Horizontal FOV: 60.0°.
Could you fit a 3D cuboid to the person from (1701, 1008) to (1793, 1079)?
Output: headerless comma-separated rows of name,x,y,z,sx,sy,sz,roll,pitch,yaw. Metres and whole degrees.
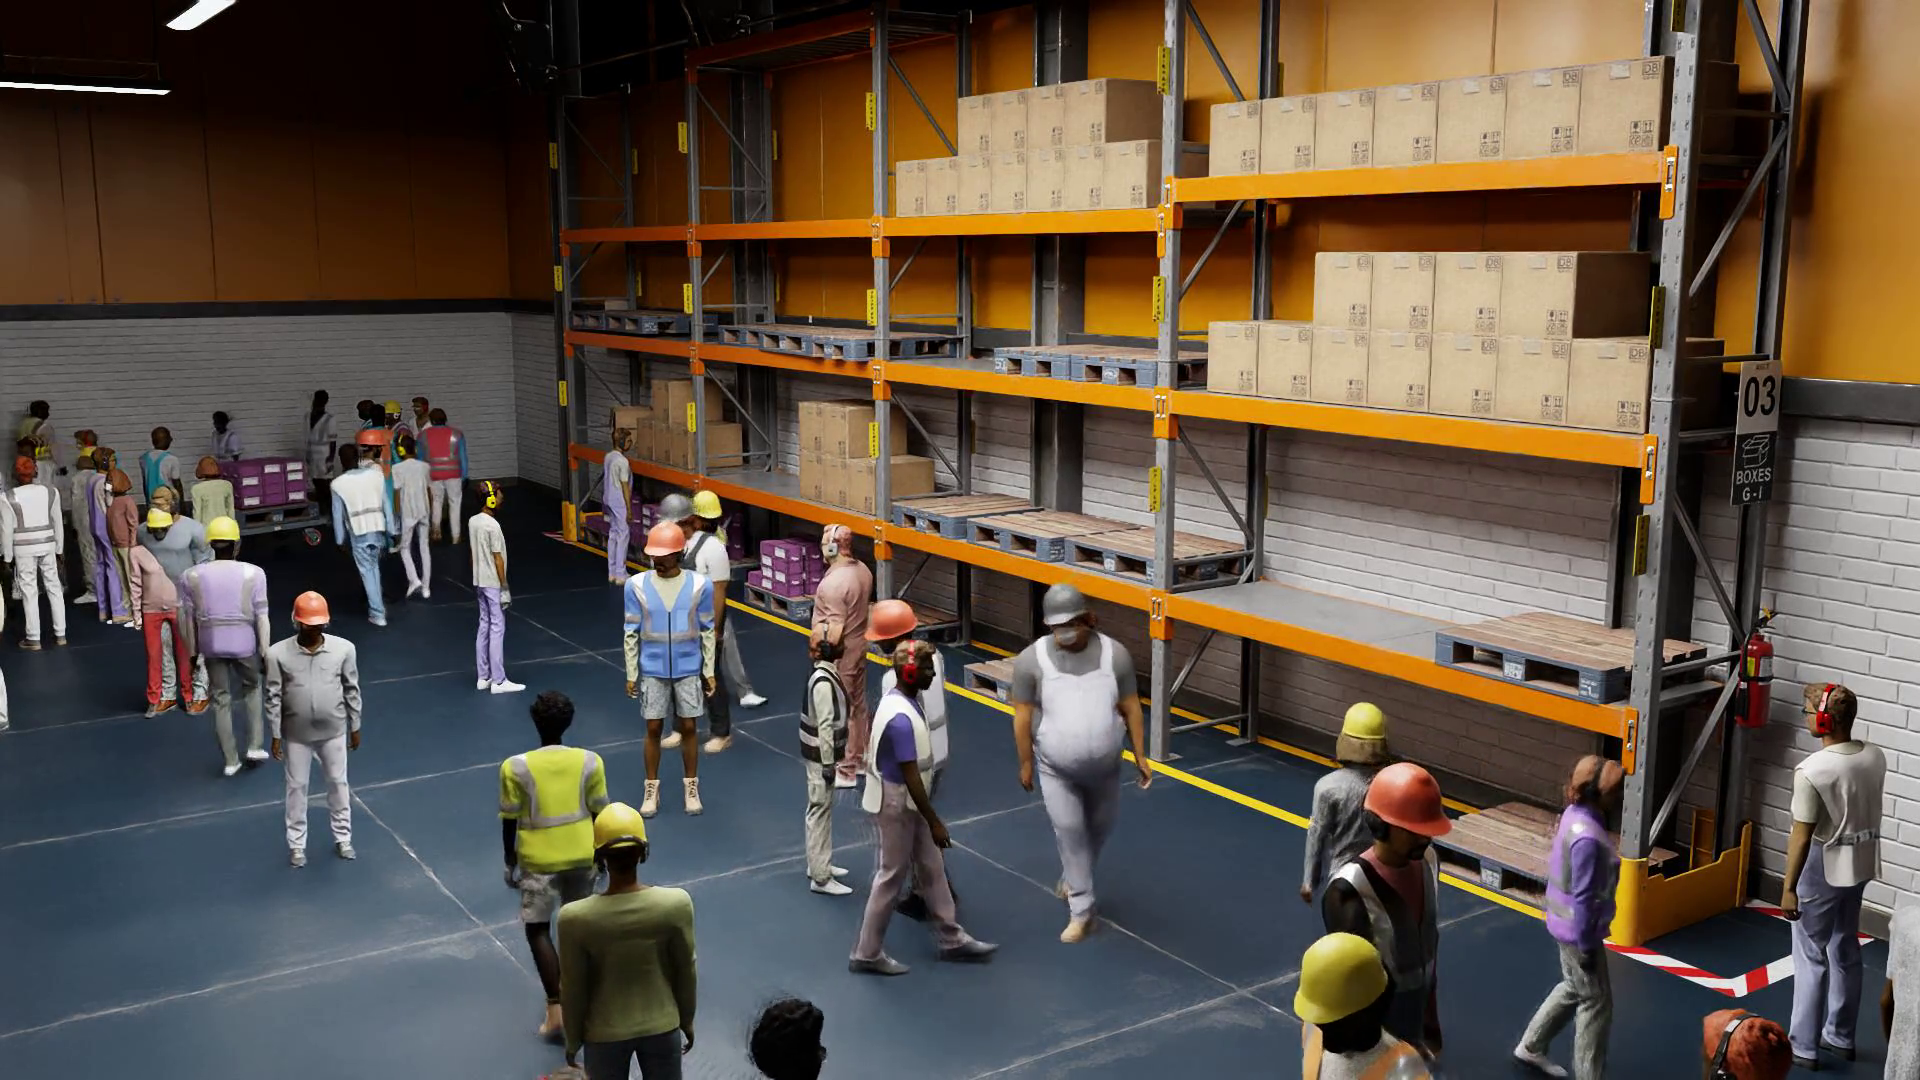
person,2.024,2.138,4.355,0.575,1.880,0.351,-4,10,-21

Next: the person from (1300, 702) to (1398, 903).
person,1.871,1.619,7.837,0.501,1.722,0.520,-2,10,-11

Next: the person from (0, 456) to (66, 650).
person,-8.999,0.124,16.152,0.362,1.883,0.575,8,12,39

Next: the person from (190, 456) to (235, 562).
person,-8.168,-0.103,18.213,0.269,1.632,0.504,6,11,32

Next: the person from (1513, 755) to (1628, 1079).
person,2.793,1.740,7.422,0.437,1.624,0.540,3,10,17

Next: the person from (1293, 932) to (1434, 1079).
person,1.281,2.038,4.953,0.821,1.884,0.648,-3,10,-19

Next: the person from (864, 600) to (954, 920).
person,-0.284,1.257,9.486,0.421,1.913,0.599,5,11,26

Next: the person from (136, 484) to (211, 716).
person,-6.513,0.499,13.796,0.631,1.938,0.370,1,10,3

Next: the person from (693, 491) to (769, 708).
person,-2.055,0.517,13.875,0.997,1.866,0.598,7,12,34

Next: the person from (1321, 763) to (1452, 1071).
person,1.562,1.779,6.036,0.613,2.028,0.409,-9,13,-43

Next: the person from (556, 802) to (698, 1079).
person,-1.256,1.859,6.329,0.522,1.764,0.318,-4,10,-21

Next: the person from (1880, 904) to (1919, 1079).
person,3.369,1.906,5.730,0.326,1.874,0.519,0,10,-1

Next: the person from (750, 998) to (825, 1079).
person,-0.476,2.153,4.909,0.612,1.659,0.578,0,10,-2

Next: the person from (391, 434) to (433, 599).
person,-6.056,-0.253,18.487,0.518,1.849,0.500,-8,12,-39

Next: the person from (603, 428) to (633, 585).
person,-3.946,-0.391,19.323,0.349,1.836,0.517,-7,12,-36

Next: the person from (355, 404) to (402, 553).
person,-7.450,-0.784,21.381,0.593,1.920,0.391,1,10,6

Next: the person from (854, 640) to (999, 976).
person,-0.204,1.419,8.759,0.770,1.808,0.583,1,10,5

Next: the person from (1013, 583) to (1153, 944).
person,0.687,1.193,9.417,0.749,2.000,0.693,-1,10,-8

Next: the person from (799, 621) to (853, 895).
person,-0.807,1.294,9.994,0.315,1.641,0.515,-1,10,-5

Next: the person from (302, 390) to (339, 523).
person,-9.204,-1.197,23.817,0.775,1.930,0.376,5,11,28

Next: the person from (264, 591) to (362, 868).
person,-4.032,1.173,10.409,0.568,1.743,0.351,-5,11,-26

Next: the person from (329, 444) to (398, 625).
person,-6.224,-0.061,17.263,0.740,1.873,0.652,8,13,40

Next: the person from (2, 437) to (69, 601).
person,-10.267,-0.228,18.404,0.500,1.823,0.912,1,10,8

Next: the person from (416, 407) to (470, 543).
person,-6.834,-0.842,22.018,0.643,1.822,0.471,-2,10,-9

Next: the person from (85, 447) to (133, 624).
person,-8.834,-0.048,17.275,0.506,1.846,0.346,7,12,35

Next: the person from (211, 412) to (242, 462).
person,-10.350,-1.009,23.509,0.544,1.624,0.905,4,10,22

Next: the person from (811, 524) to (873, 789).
person,-0.865,0.829,11.947,0.403,1.906,0.652,3,10,17

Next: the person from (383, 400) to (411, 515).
person,-7.827,-1.034,23.126,0.403,1.825,0.593,-7,12,-36

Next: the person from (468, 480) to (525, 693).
person,-4.080,0.408,14.539,0.328,1.868,0.512,-9,13,-44

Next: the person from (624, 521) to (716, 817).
person,-1.959,0.877,11.273,0.613,2.039,0.389,-2,10,-9

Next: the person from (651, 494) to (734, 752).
person,-2.114,0.624,12.755,0.703,2.000,0.535,5,11,28

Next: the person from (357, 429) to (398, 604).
person,-6.418,-0.252,18.236,0.385,1.929,0.543,-9,13,-43

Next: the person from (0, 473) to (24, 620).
person,-10.123,-0.079,17.276,0.840,1.898,0.554,9,13,42

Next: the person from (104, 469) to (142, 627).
person,-8.636,0.078,17.144,0.502,1.636,0.280,6,12,33

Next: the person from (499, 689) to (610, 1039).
person,-1.977,1.583,8.236,0.547,1.670,0.627,-6,11,-31

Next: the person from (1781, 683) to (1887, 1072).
person,4.064,1.577,7.769,0.560,1.836,0.394,-5,11,-27

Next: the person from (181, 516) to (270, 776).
person,-5.400,0.772,12.294,0.587,1.908,0.578,-3,10,-17

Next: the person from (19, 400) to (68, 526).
person,-12.682,-1.040,23.178,0.634,1.821,0.697,7,12,35

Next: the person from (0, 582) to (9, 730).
person,-7.887,0.684,13.246,0.573,1.748,0.342,3,10,19

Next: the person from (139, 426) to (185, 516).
person,-9.303,-0.408,19.434,0.506,1.835,0.340,1,10,5

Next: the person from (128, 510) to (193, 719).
person,-6.572,0.589,13.761,0.525,1.770,0.306,-4,11,-23

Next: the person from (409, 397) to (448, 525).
person,-7.549,-1.124,23.630,0.565,1.838,0.402,5,11,27
